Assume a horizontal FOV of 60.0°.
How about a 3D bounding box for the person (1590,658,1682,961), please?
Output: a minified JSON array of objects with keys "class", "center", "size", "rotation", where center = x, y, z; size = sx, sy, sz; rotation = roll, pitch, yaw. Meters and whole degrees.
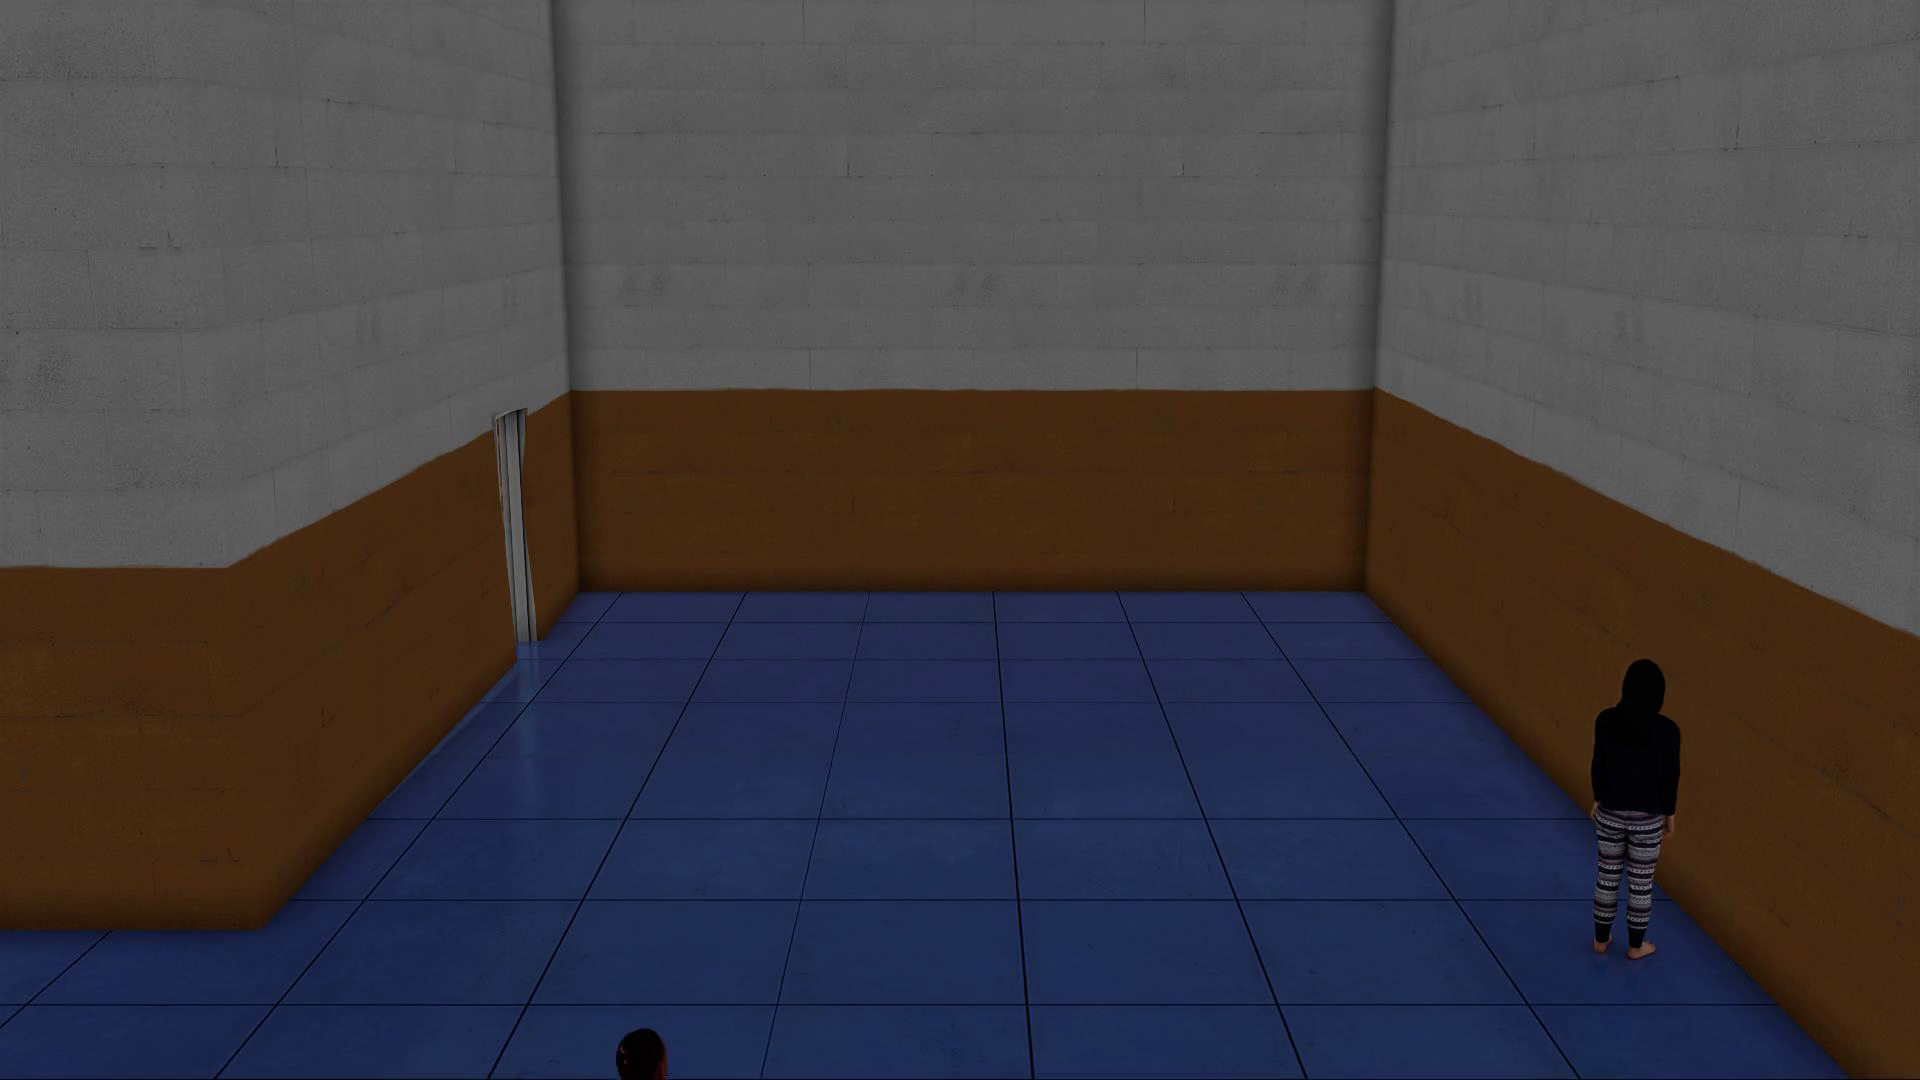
[{"class":"person","center":[3.751,1.493,9.302],"size":[0.649,1.731,0.748],"rotation":[8,14,34]}]
